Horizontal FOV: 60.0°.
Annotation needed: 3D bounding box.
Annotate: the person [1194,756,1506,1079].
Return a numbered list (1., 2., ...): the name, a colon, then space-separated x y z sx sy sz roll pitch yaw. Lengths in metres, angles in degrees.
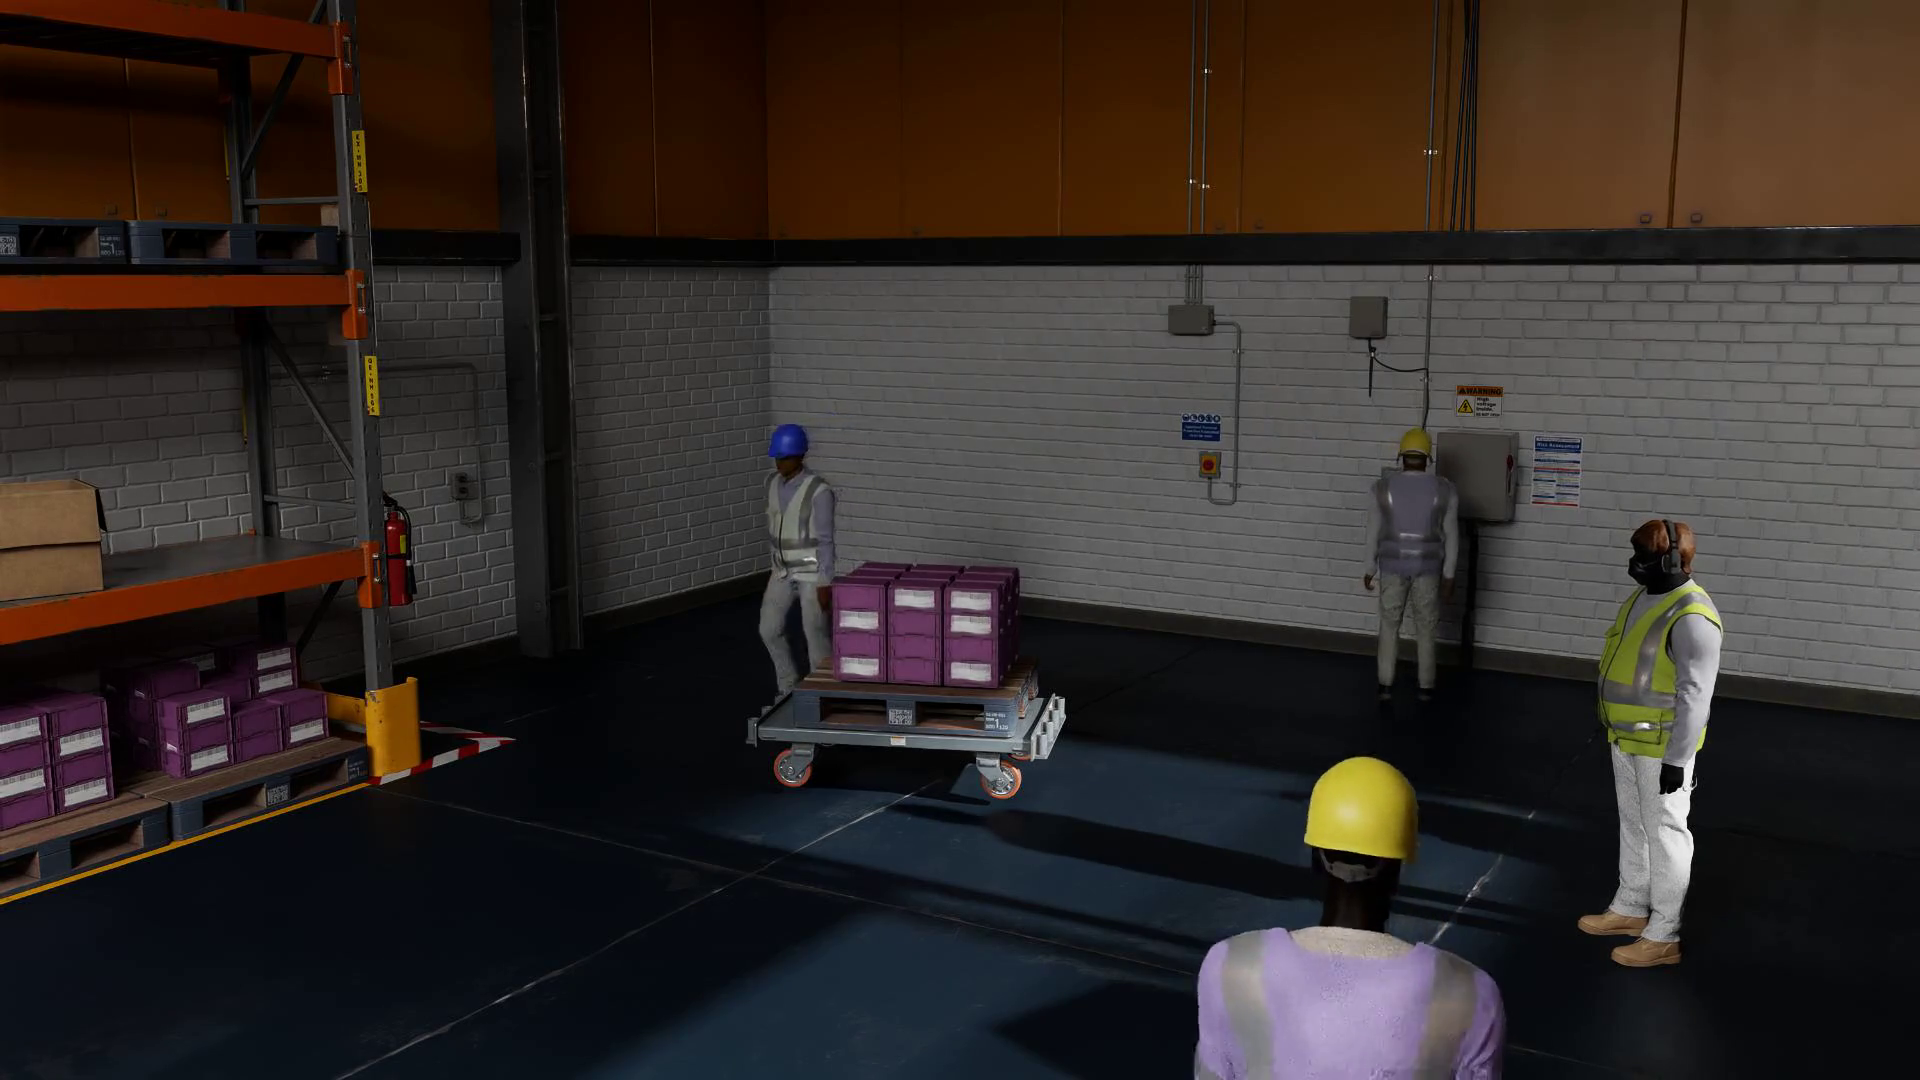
1. person: 0.749 1.369 3.302 0.587 1.911 0.412 2 9 13

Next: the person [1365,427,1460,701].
1. person: 3.002 0.163 11.056 0.601 1.831 0.404 3 9 16

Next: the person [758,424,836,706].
1. person: -1.024 0.214 10.486 0.616 1.912 0.548 7 12 38

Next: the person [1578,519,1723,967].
1. person: 2.854 0.827 6.881 0.429 1.844 0.626 0 9 -1
